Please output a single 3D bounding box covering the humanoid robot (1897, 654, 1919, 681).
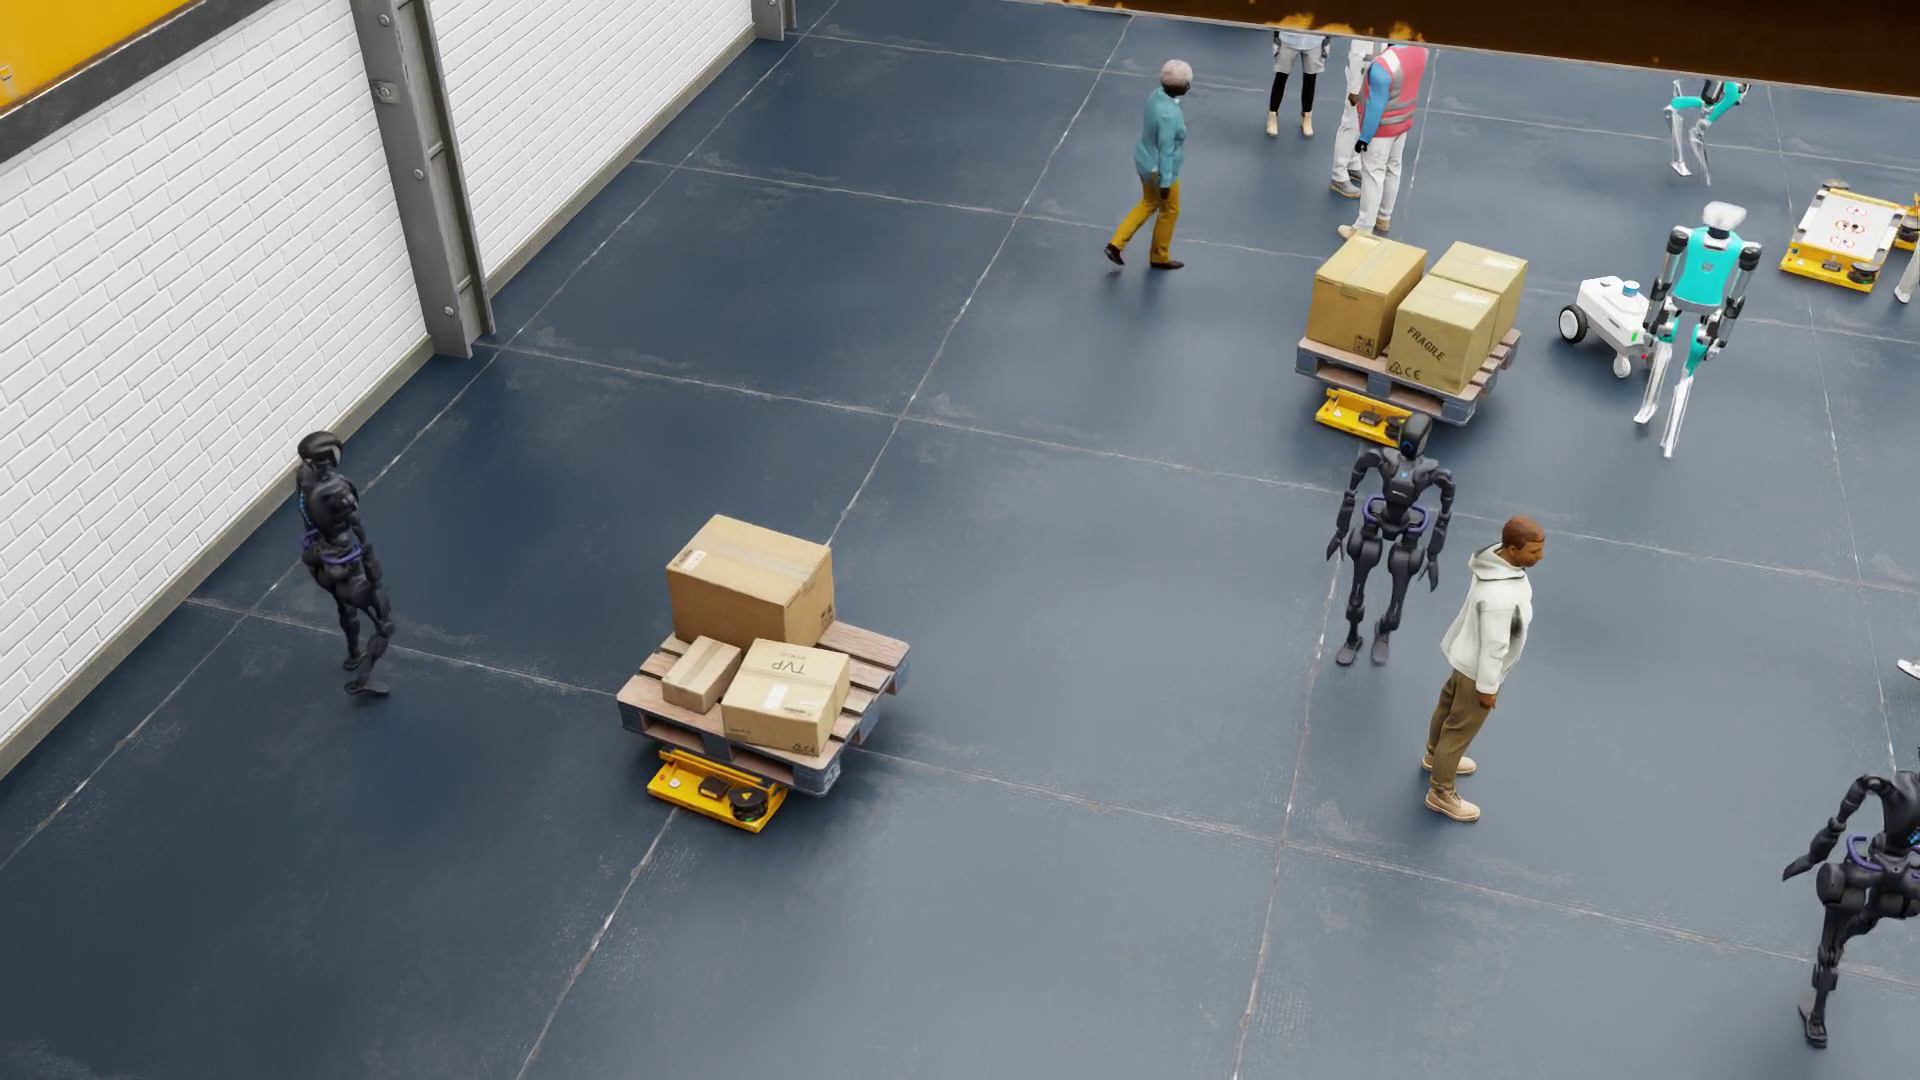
[{"bbox_3d":[5.387,0.273,8.534,1.052,1.756,0.555,27,46,30],"label":"humanoid robot"}]

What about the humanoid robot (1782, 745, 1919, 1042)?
[{"bbox_3d":[3.914,1.399,7.169,0.609,1.628,0.758,8,39,10],"label":"humanoid robot"}]

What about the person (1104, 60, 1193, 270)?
[{"bbox_3d":[1.407,-2.723,12.224,0.621,1.726,0.557,-10,40,-13],"label":"person"}]

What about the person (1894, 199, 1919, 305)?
[{"bbox_3d":[7.155,-2.420,11.918,0.513,1.640,0.313,18,42,21],"label":"person"}]

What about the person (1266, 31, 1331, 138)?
[{"bbox_3d":[2.900,-4.240,14.145,0.534,1.688,0.322,2,39,2],"label":"person"}]

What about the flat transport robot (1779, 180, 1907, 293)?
[{"bbox_3d":[6.911,-2.380,12.965,0.659,0.231,1.431,23,44,25],"label":"flat transport robot"}]

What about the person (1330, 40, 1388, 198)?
[{"bbox_3d":[3.265,-3.695,13.313,0.354,1.883,0.573,25,45,27],"label":"person"}]

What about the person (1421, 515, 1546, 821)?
[{"bbox_3d":[2.507,0.592,8.071,0.364,1.766,0.532,7,39,9],"label":"person"}]

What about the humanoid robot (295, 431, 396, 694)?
[{"bbox_3d":[-3.261,0.141,8.710,0.613,1.638,0.408,26,46,29],"label":"humanoid robot"}]

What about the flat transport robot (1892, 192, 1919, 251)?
[{"bbox_3d":[8.054,-2.377,12.961,1.431,0.231,0.659,14,41,16],"label":"flat transport robot"}]

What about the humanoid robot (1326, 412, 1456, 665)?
[{"bbox_3d":[2.282,-0.002,8.867,0.612,1.647,0.344,15,41,18],"label":"humanoid robot"}]

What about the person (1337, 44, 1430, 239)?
[{"bbox_3d":[3.221,-3.162,12.687,0.431,1.840,0.619,32,48,33],"label":"person"}]

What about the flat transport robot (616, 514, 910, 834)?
[{"bbox_3d":[-1.004,0.922,8.857,0.659,0.231,1.431,16,42,19],"label":"flat transport robot"}]

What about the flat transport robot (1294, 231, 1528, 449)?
[{"bbox_3d":[3.035,-1.110,11.385,0.659,0.231,1.431,23,44,26],"label":"flat transport robot"}]

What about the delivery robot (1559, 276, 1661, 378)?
[{"bbox_3d":[4.641,-1.550,11.702,0.499,0.592,0.774,-11,40,-13],"label":"delivery robot"}]

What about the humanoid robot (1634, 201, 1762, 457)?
[{"bbox_3d":[4.652,-1.418,10.606,0.533,1.789,0.766,17,42,20],"label":"humanoid robot"}]

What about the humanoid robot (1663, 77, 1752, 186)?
[{"bbox_3d":[6.049,-3.668,13.425,0.531,1.800,0.827,-22,44,-25],"label":"humanoid robot"}]
